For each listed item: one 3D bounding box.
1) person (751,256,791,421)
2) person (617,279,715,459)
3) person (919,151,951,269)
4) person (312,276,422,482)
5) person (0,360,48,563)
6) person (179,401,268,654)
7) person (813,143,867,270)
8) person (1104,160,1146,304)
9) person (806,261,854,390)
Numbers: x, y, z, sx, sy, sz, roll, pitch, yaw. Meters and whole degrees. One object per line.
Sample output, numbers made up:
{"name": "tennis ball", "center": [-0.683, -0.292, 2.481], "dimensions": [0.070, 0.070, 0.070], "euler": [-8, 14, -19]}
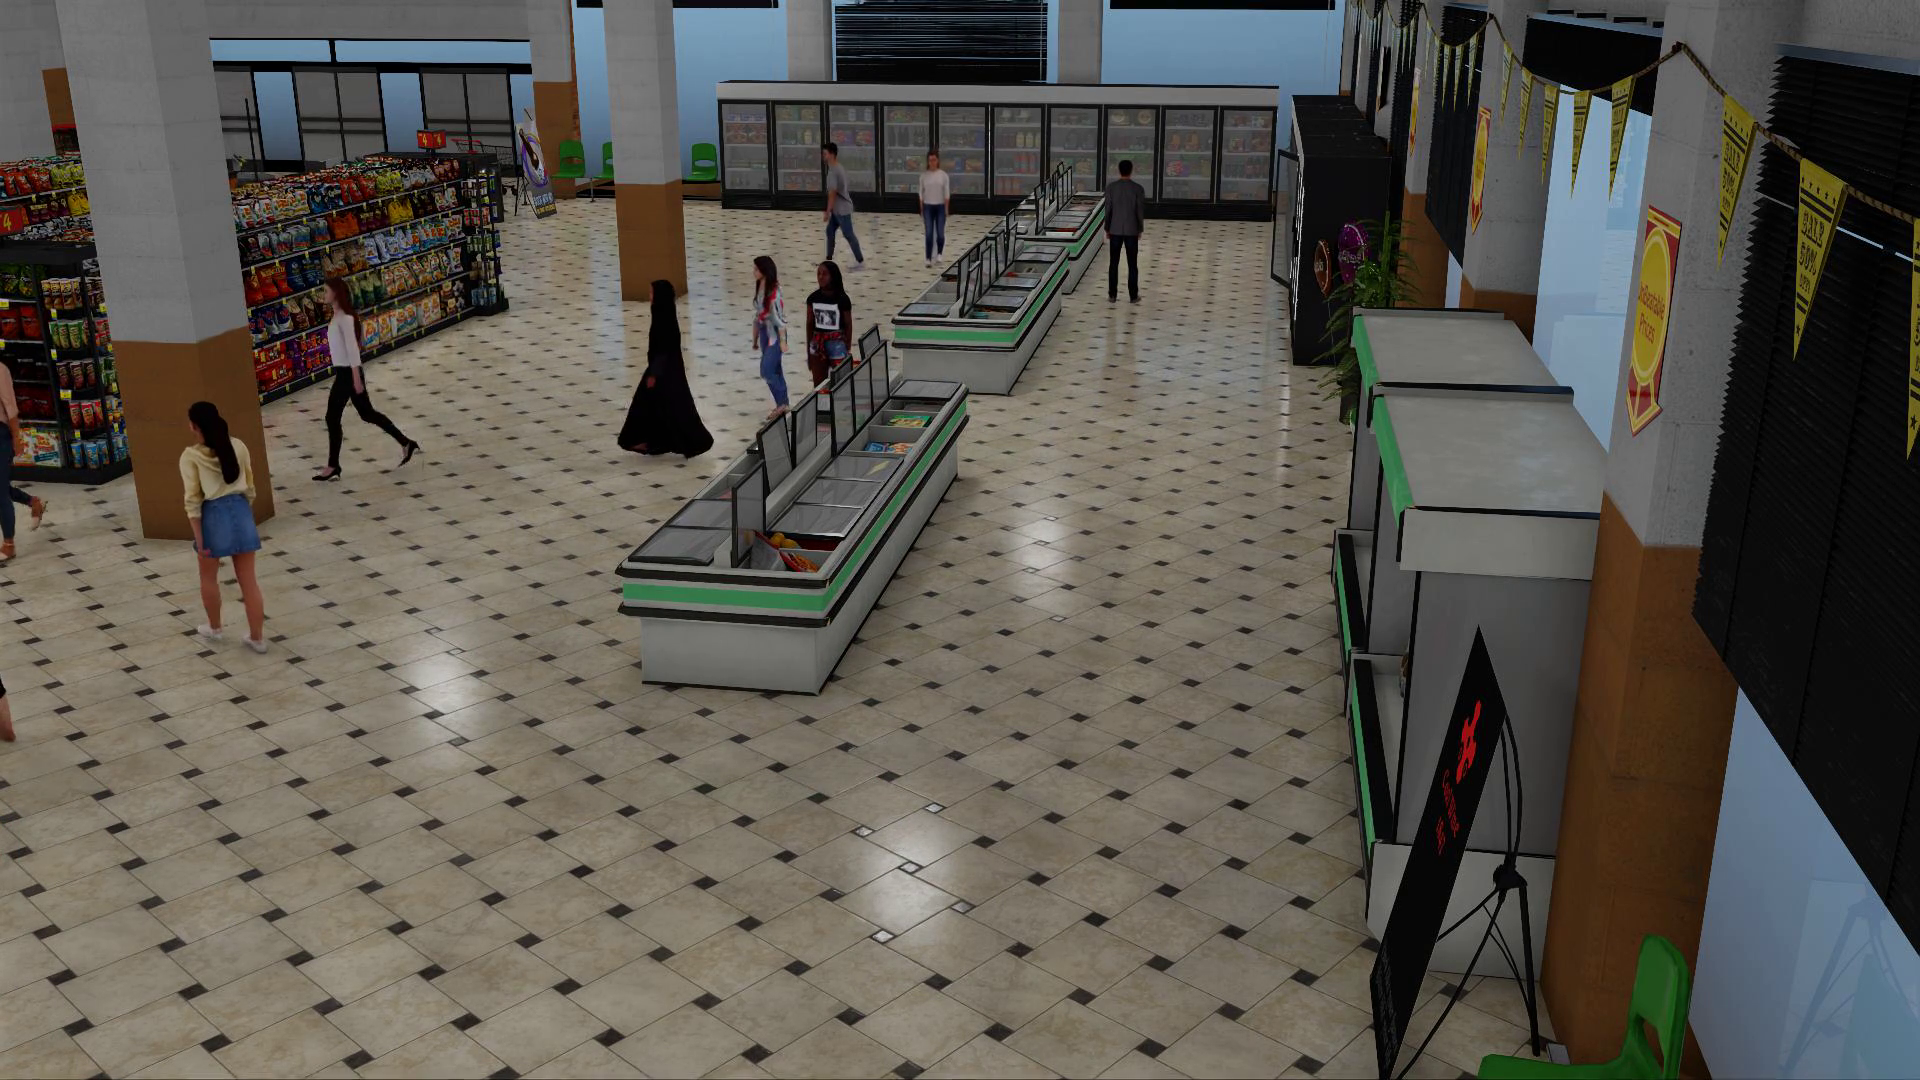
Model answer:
{"name": "person", "center": [-1.743, -1.954, 16.142], "dimensions": [0.788, 1.595, 0.724], "euler": [-14, 23, -35]}
{"name": "person", "center": [-2.537, -1.511, 14.813], "dimensions": [0.962, 1.603, 1.114], "euler": [-4, 19, -12]}
{"name": "person", "center": [-0.356, -4.889, 24.732], "dimensions": [0.715, 1.668, 1.183], "euler": [1, 19, 3]}
{"name": "person", "center": [-5.101, -1.359, 14.179], "dimensions": [1.094, 1.722, 1.158], "euler": [-8, 20, -22]}
{"name": "person", "center": [-7.099, -0.754, 12.307], "dimensions": [0.603, 1.771, 0.931], "euler": [4, 19, 10]}
{"name": "person", "center": [-4.589, -0.052, 10.487], "dimensions": [0.896, 1.604, 0.932], "euler": [-17, 25, -42]}
{"name": "person", "center": [-1.676, -4.872, 24.416], "dimensions": [0.929, 1.836, 1.039], "euler": [0, 19, 1]}
{"name": "person", "center": [2.176, -4.090, 22.044], "dimensions": [0.683, 1.872, 0.591], "euler": [4, 19, 12]}
{"name": "person", "center": [-1.179, -1.683, 15.130], "dimensions": [0.650, 1.727, 0.644], "euler": [6, 20, 18]}
